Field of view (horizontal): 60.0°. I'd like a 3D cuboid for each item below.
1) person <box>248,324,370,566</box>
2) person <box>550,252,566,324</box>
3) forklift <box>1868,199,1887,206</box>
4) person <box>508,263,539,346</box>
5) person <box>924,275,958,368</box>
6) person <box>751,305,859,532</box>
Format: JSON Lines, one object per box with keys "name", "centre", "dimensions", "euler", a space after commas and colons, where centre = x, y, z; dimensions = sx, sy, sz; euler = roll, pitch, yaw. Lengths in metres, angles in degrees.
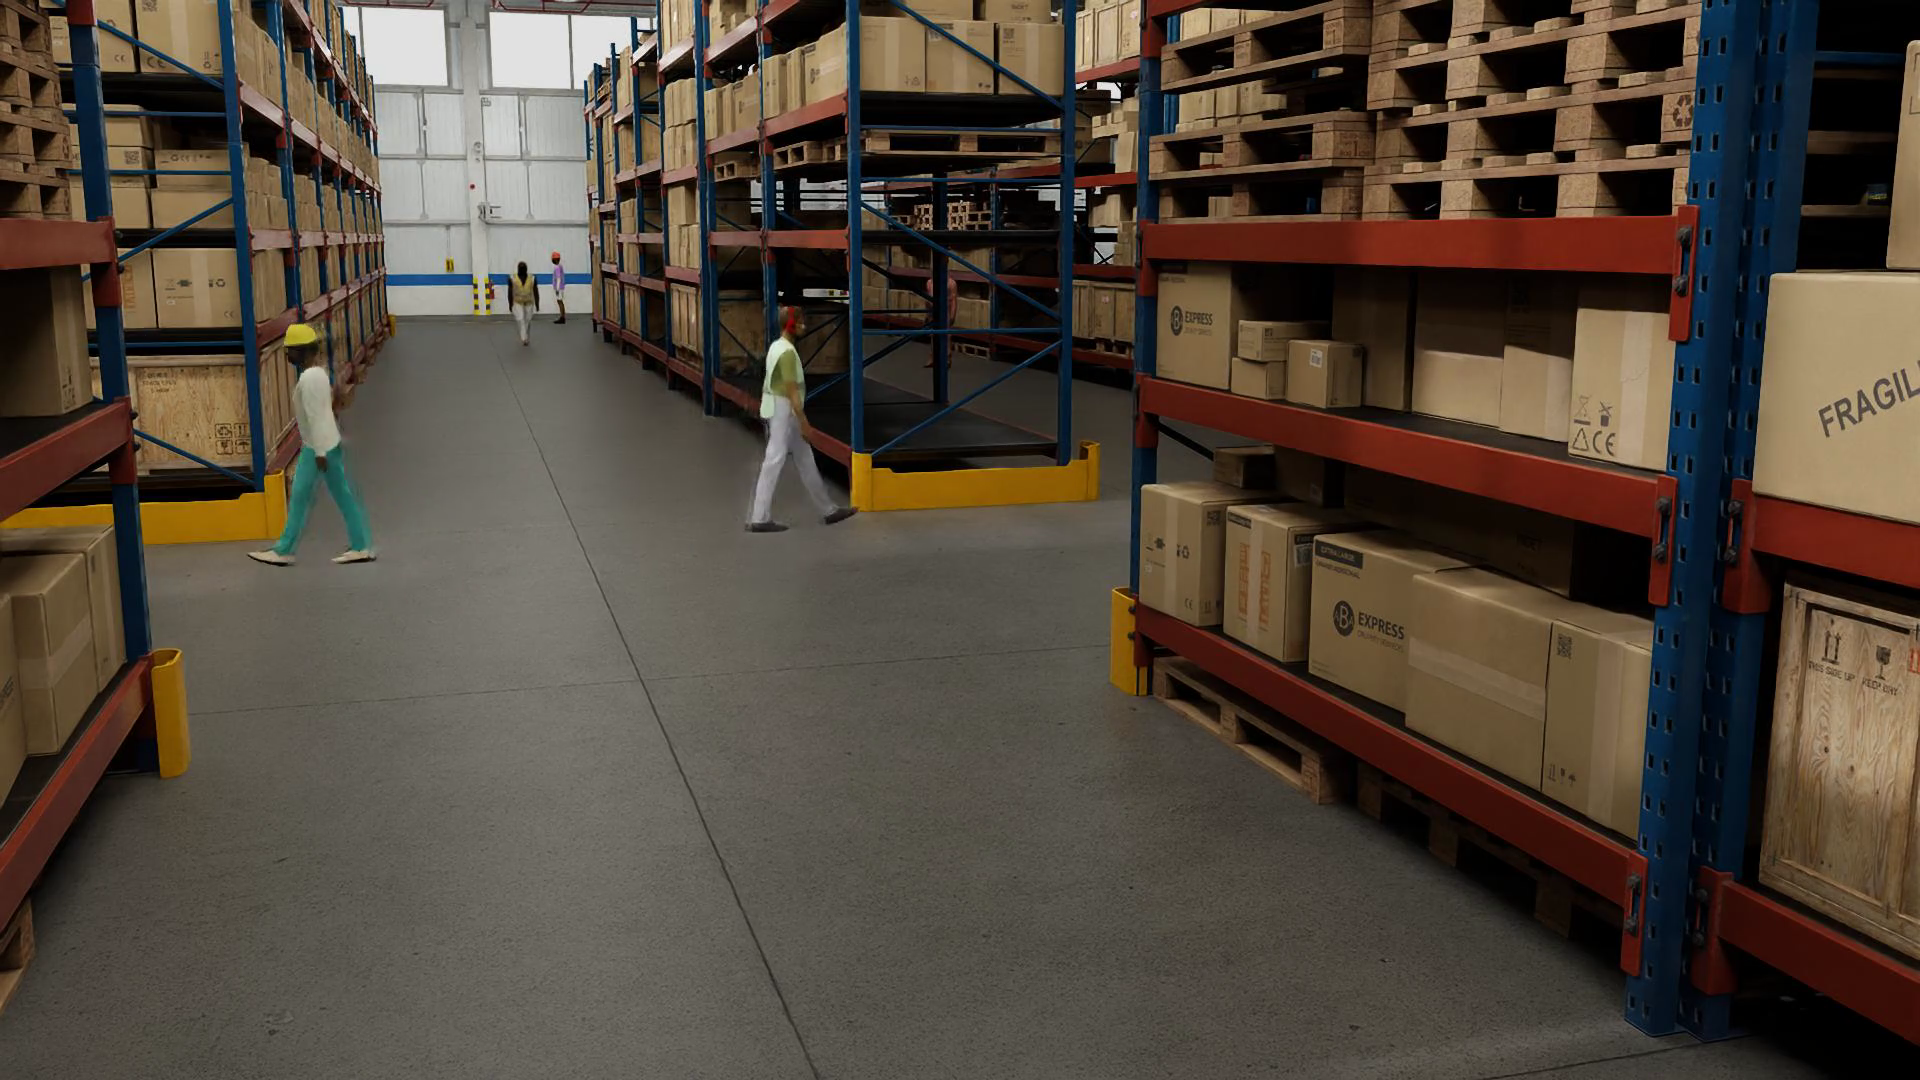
{"name": "person", "centre": [-4.674, -0.665, 11.853], "dimensions": [0.861, 1.723, 0.545], "euler": [-1, 10, -8]}
{"name": "person", "centre": [-10.925, -6.840, 45.152], "dimensions": [0.376, 1.935, 0.550], "euler": [-1, 10, -7]}
{"name": "forklift", "centre": [11.338, -2.915, 21.052], "dimensions": [1.129, 2.768, 1.873], "euler": [-3, 11, -17]}
{"name": "person", "centre": [-9.487, -5.134, 36.209], "dimensions": [0.639, 1.797, 0.945], "euler": [-4, 11, -23]}
{"name": "person", "centre": [-0.371, -4.025, 29.801], "dimensions": [0.636, 1.911, 0.406], "euler": [6, 12, 30]}
{"name": "person", "centre": [-1.261, -0.956, 13.248], "dimensions": [0.926, 1.799, 0.598], "euler": [-1, 10, -8]}
